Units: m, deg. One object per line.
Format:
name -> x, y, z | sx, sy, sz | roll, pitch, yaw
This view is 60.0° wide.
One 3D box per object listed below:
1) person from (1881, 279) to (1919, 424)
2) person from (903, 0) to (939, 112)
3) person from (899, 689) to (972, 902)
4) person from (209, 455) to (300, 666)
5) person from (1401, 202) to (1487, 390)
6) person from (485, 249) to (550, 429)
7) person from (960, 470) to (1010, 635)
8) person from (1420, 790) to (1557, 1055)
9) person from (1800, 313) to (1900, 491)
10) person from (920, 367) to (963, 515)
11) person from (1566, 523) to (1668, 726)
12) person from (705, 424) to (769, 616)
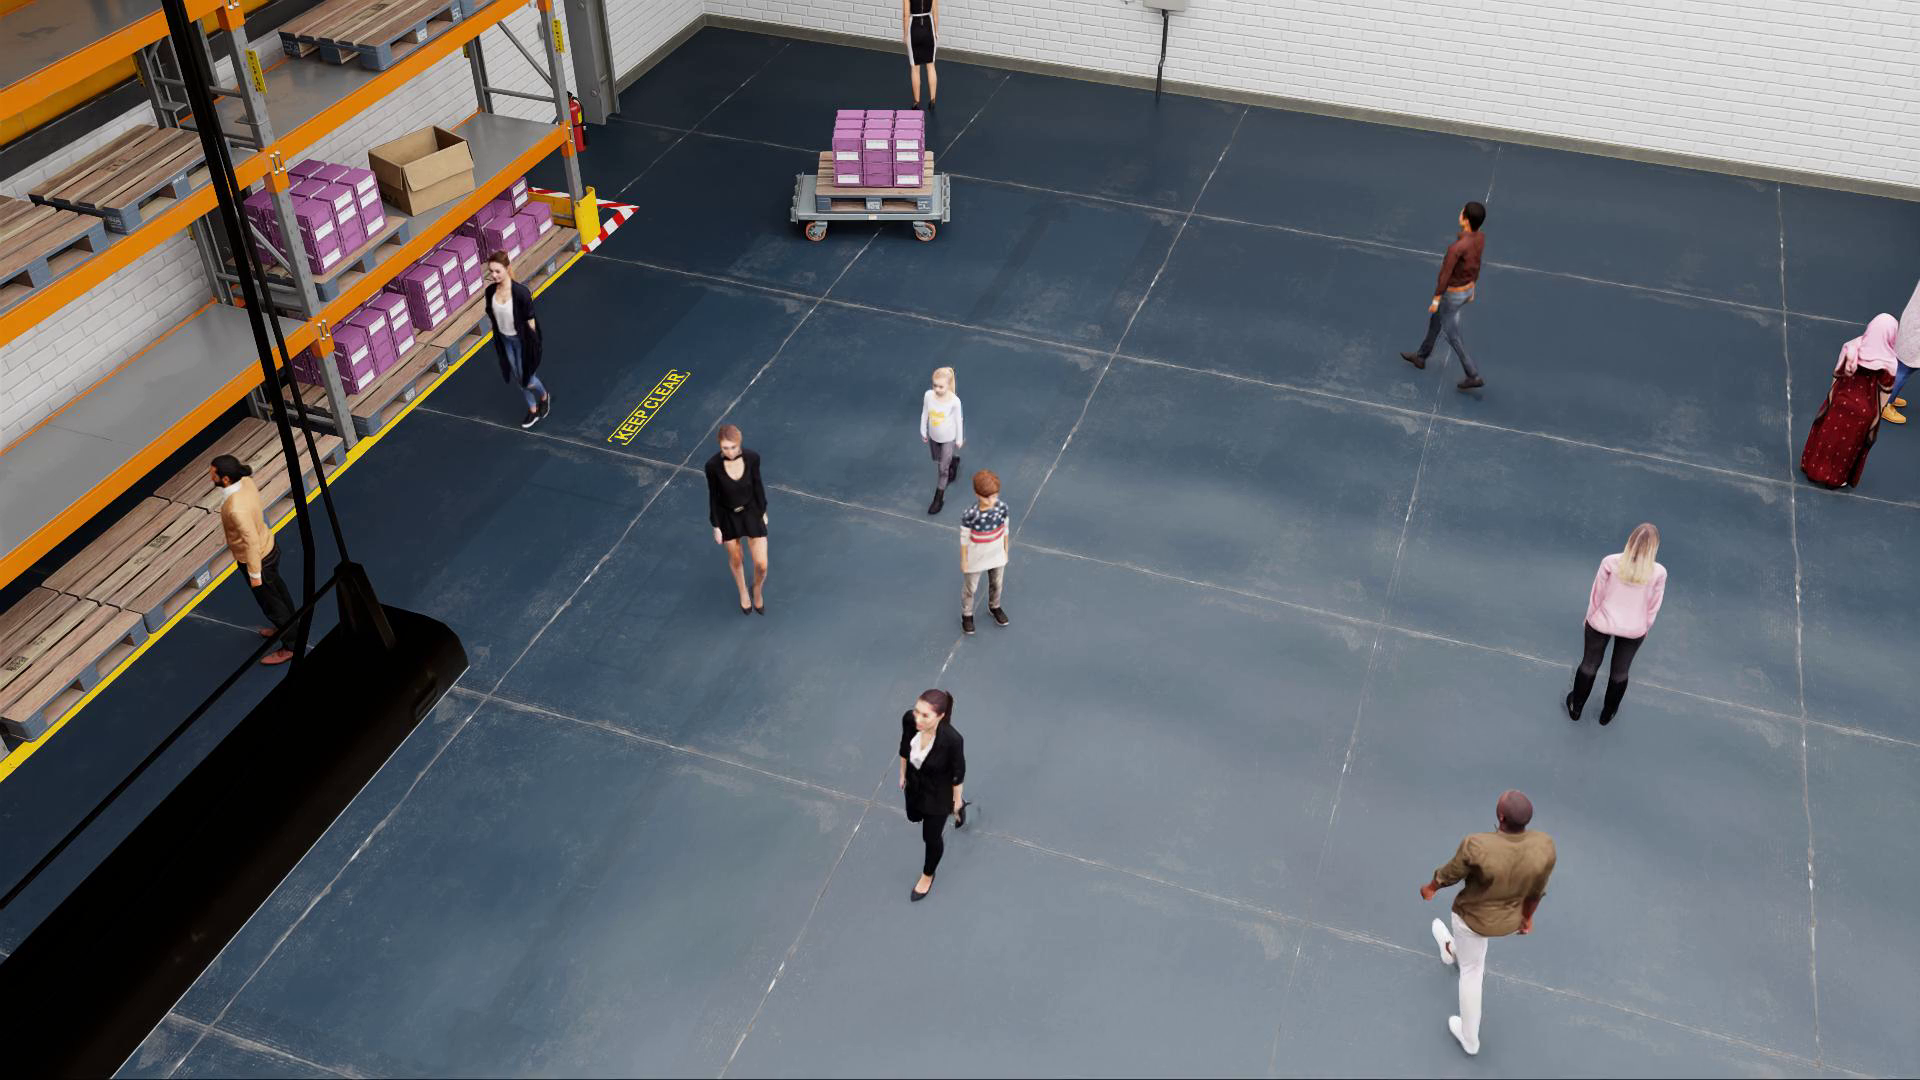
person -> 8.317, -1.851, 14.387 | 0.765, 1.743, 0.586 | 17, 42, 20
person -> -0.455, -5.849, 19.351 | 0.648, 1.795, 0.666 | -8, 39, -10
person -> -0.133, 1.489, 10.285 | 0.787, 1.643, 1.009 | 26, 45, 29
person -> -5.041, 0.115, 11.916 | 0.814, 1.754, 0.731 | -12, 40, -15
person -> 4.451, -2.124, 14.727 | 1.033, 1.744, 1.158 | 32, 48, 33
person -> -3.760, -1.753, 14.319 | 0.652, 1.675, 0.677 | 14, 41, 17
person -> 0.180, 0.072, 12.226 | 0.609, 1.435, 0.662 | -14, 41, -17
person -> 2.974, 2.169, 9.313 | 1.090, 1.793, 1.261 | -7, 39, -8
person -> 7.308, -1.134, 13.574 | 0.775, 1.637, 0.762 | -27, 46, -30
person -> -0.118, -0.886, 13.561 | 0.558, 1.266, 0.884 | 18, 42, 21
person -> 4.499, 0.576, 11.392 | 0.590, 1.687, 0.523 | 13, 40, 15
person -> -1.637, -0.175, 12.286 | 0.735, 1.746, 0.785 | -10, 40, -13
